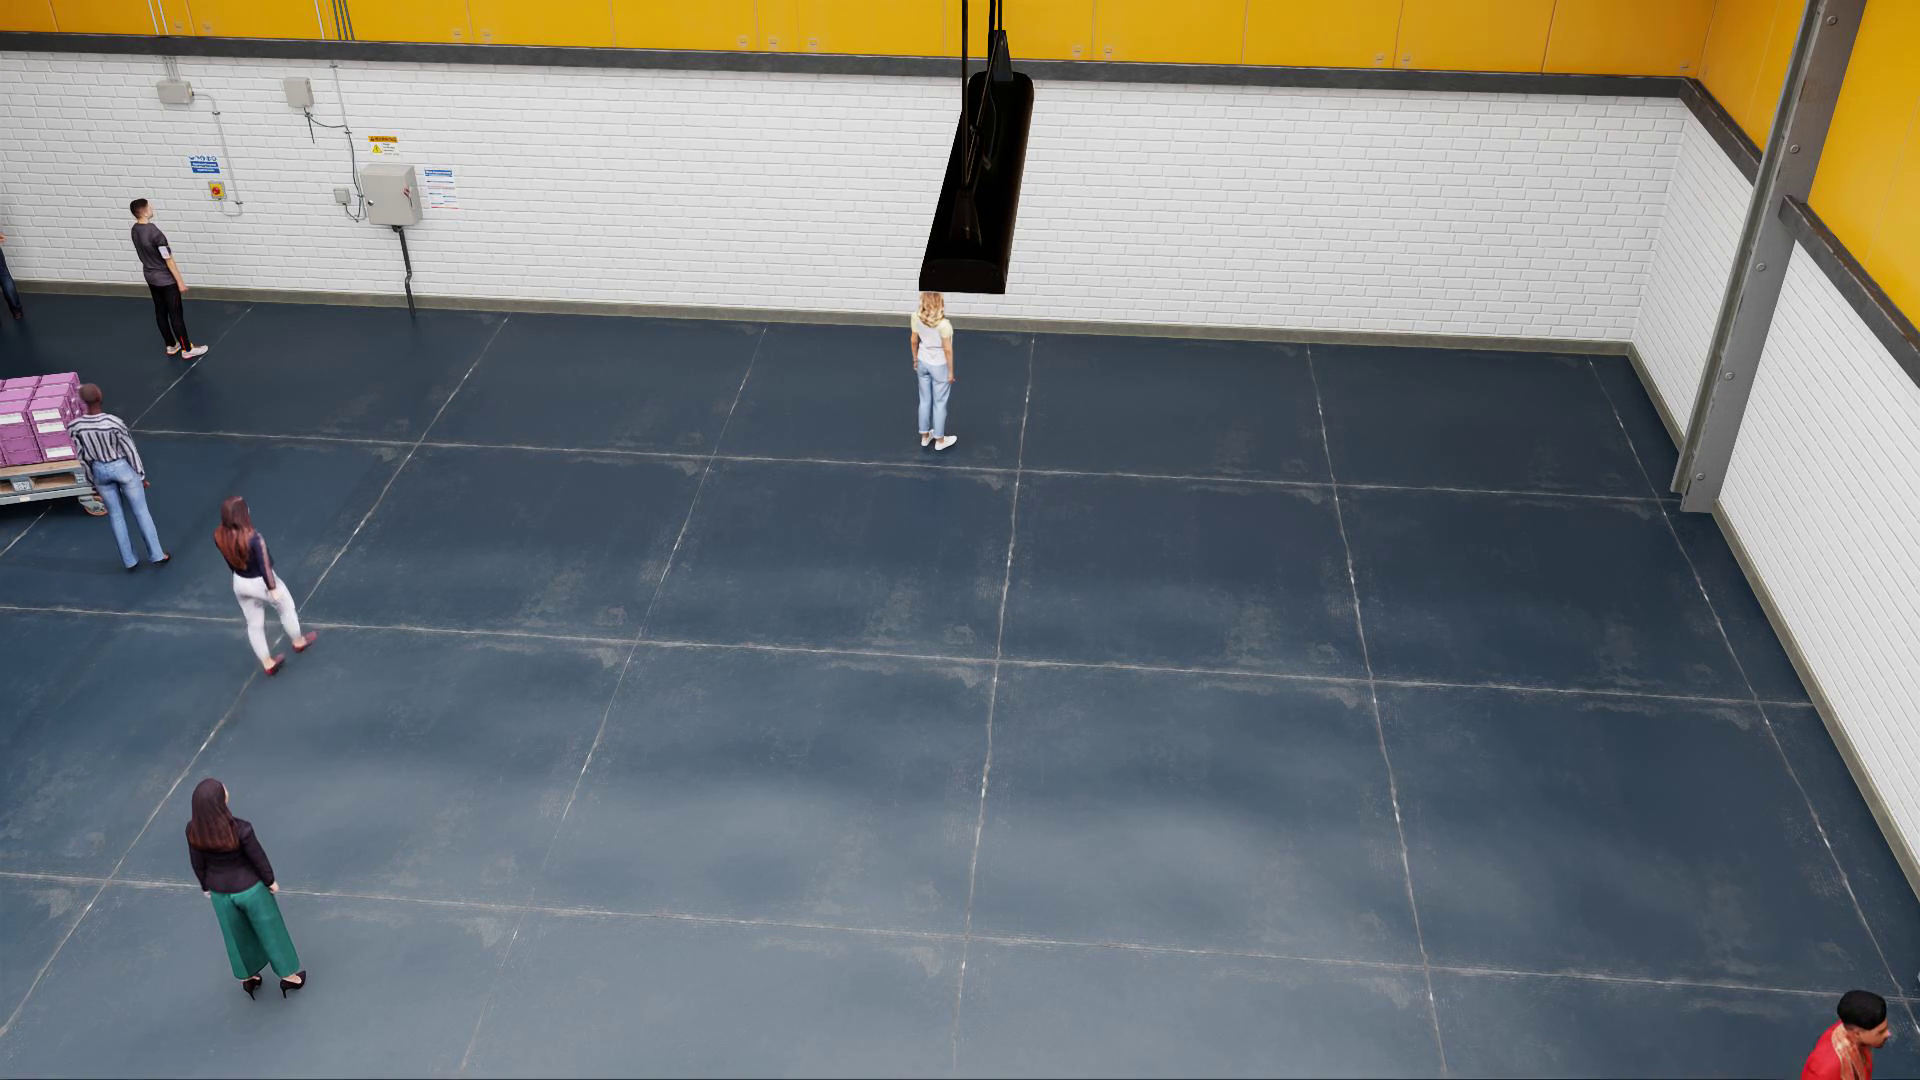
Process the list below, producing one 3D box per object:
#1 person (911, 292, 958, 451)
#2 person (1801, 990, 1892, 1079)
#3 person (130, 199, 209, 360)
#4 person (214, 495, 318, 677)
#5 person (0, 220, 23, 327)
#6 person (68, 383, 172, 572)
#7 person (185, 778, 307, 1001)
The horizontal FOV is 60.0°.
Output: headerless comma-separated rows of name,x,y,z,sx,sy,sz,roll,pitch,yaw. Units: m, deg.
person,-0.254,-1.664,15.959,0.711,1.723,0.707,20,38,27
person,4.440,3.019,8.802,1.150,1.847,1.172,25,41,33
person,-8.439,-2.762,17.572,0.710,1.764,0.694,17,37,24
person,-5.525,0.390,12.985,0.678,1.593,0.815,8,34,12
person,-10.763,-3.276,18.216,0.896,1.910,0.801,27,42,34
person,-7.187,-0.522,14.175,0.671,1.796,0.616,-6,34,-8
person,-4.416,2.149,10.207,0.641,1.739,0.539,0,34,0
